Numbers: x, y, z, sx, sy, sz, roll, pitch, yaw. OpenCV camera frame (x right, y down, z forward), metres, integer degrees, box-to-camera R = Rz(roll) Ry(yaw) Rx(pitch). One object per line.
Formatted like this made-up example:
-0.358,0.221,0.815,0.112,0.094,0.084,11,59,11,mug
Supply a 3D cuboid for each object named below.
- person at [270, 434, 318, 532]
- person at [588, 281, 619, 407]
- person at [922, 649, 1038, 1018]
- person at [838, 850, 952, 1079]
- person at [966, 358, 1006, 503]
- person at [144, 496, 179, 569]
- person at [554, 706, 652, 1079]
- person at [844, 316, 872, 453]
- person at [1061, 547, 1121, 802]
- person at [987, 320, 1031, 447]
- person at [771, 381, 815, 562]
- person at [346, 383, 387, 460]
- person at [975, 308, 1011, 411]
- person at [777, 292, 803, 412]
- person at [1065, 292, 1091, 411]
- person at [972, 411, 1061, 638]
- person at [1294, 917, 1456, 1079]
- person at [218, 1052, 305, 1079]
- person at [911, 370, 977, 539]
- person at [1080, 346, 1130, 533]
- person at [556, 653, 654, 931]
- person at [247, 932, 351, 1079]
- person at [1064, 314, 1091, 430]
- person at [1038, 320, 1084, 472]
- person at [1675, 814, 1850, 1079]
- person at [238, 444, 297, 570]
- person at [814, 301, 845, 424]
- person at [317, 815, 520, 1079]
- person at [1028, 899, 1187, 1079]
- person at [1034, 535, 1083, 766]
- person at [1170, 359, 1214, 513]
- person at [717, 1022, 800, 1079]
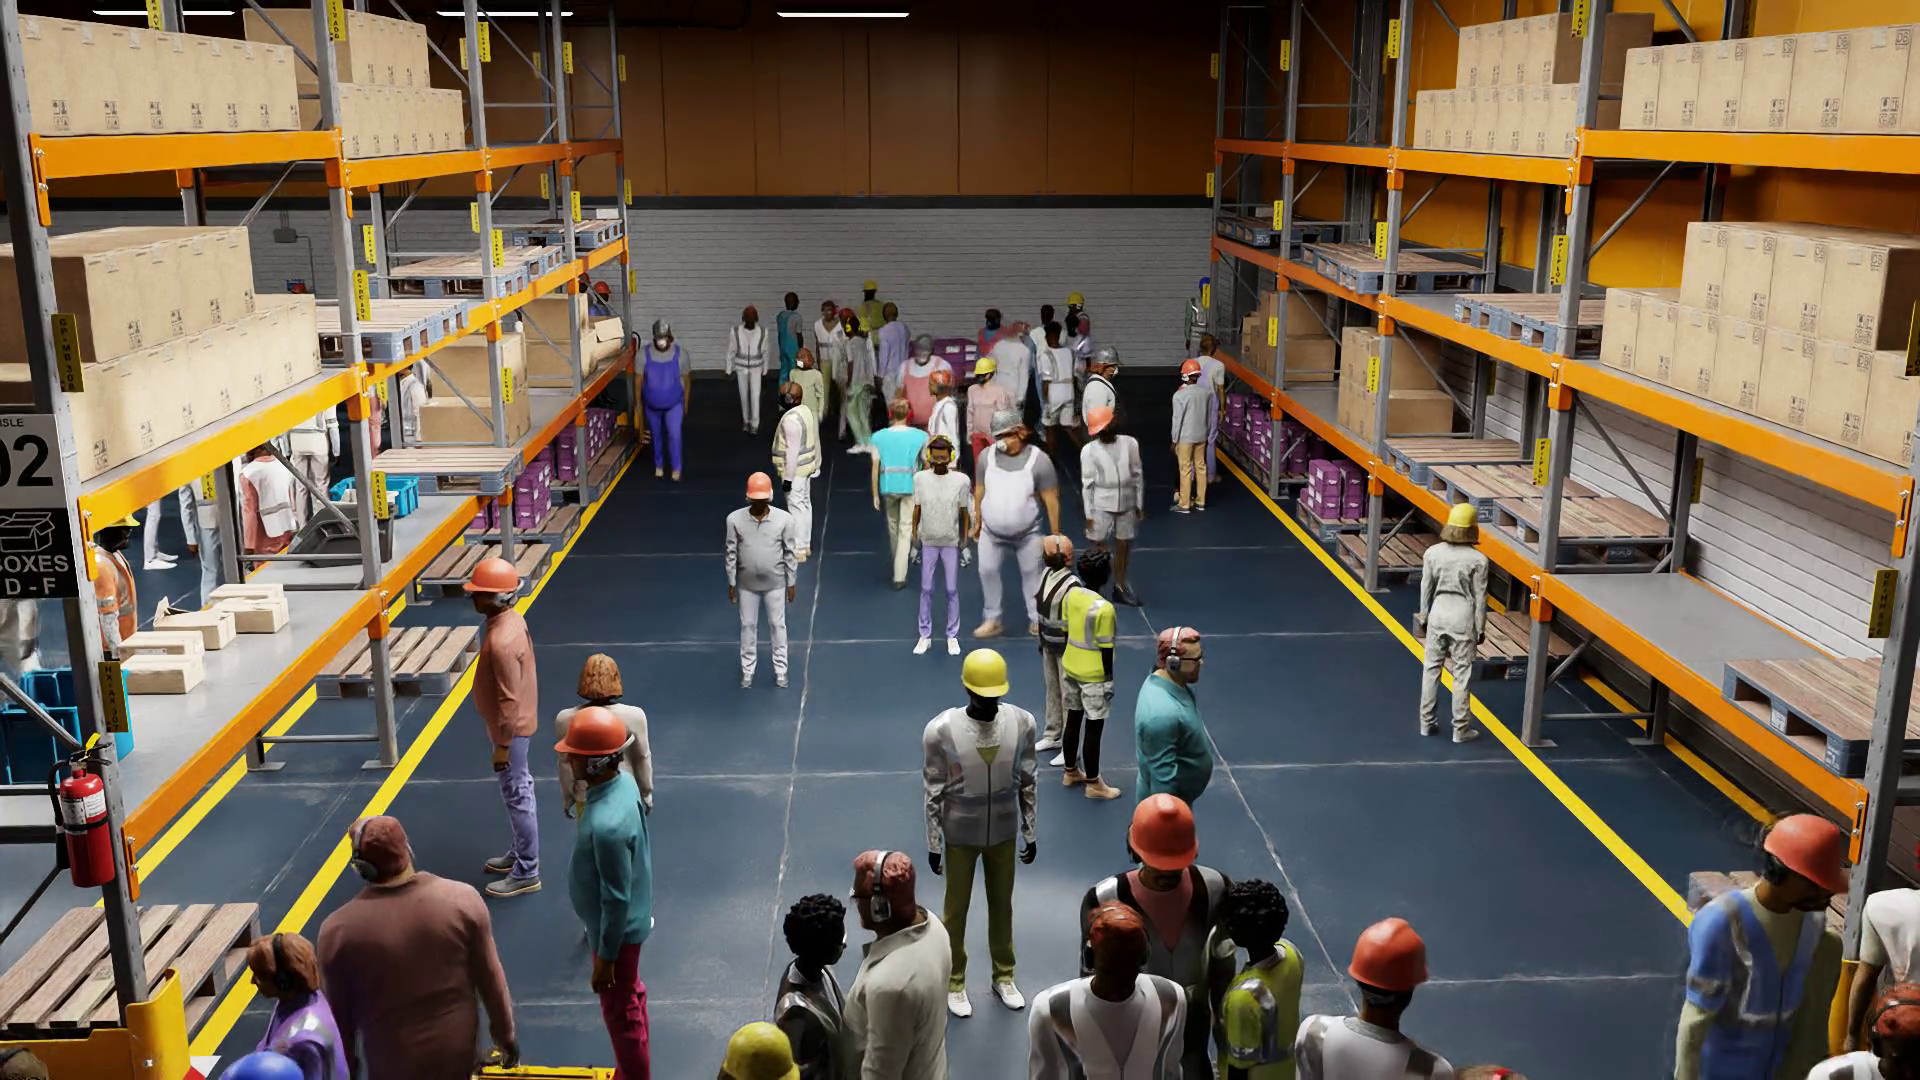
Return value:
-7.174,-1.018,18.046,0.576,1.880,0.351,-5,15,-19,person
-5.559,-3.058,25.926,0.361,1.939,0.543,3,15,12,person
0.111,1.448,8.281,0.586,1.920,0.397,-4,15,-16,person
-0.245,2.025,6.071,0.400,1.895,0.652,3,15,10,person
0.294,-1.221,19.084,0.523,1.759,0.350,9,17,31,person
-8.047,-0.636,16.608,0.356,1.855,0.531,-6,15,-22,person
-1.524,1.672,7.245,0.377,1.995,0.608,-2,14,-9,person
-1.377,-2.077,22.293,0.474,1.835,0.544,8,16,28,person
0.855,0.874,10.973,0.322,1.697,0.536,-7,16,-26,person
0.610,-1.941,21.708,0.677,1.863,0.870,12,18,39,person
-1.687,-0.693,16.835,0.430,1.845,0.619,2,14,9,person
-7.549,-1.866,21.162,0.635,1.985,0.414,4,15,17,person
0.508,-2.373,23.494,0.631,1.819,0.743,14,20,43,person
-2.569,-2.846,25.313,0.502,1.837,0.345,11,18,37,person
1.787,-2.887,25.488,0.403,1.825,0.593,-3,15,-12,person
0.476,-0.137,14.255,0.791,2.000,0.534,4,15,14,person
1.351,2.155,5.481,0.544,1.930,0.387,11,18,36,person
-1.891,2.327,4.874,0.624,1.904,0.988,7,16,25,person
-0.128,-0.898,17.648,0.956,1.846,0.590,-2,14,-8,person
1.573,-1.110,18.076,0.536,2.000,0.685,1,14,4,person
-1.913,1.403,9.019,0.498,1.634,0.279,-1,14,-5,person
-2.345,2.170,6.025,0.313,1.629,0.525,-7,16,-24,person
1.584,-2.396,23.831,0.548,1.675,0.497,6,15,21,person
1.302,-1.785,20.955,0.617,1.936,0.708,-11,18,-38,person
2.866,1.914,6.290,0.672,2.004,0.735,-5,15,-19,person
-5.873,-0.046,14.170,0.405,1.909,0.597,3,15,12,person
-1.869,-2.628,24.550,0.618,1.800,0.978,3,15,12,person
-2.071,1.957,6.445,0.704,1.847,0.986,-9,17,-30,person
0.503,2.117,5.722,0.573,1.883,0.359,-4,15,-15,person
0.694,0.755,11.563,0.314,1.636,0.515,-6,15,-22,person
2.612,-1.184,18.937,0.564,1.752,0.339,-9,17,-31,person
-0.618,2.309,5.262,0.321,1.738,0.484,13,19,42,person
